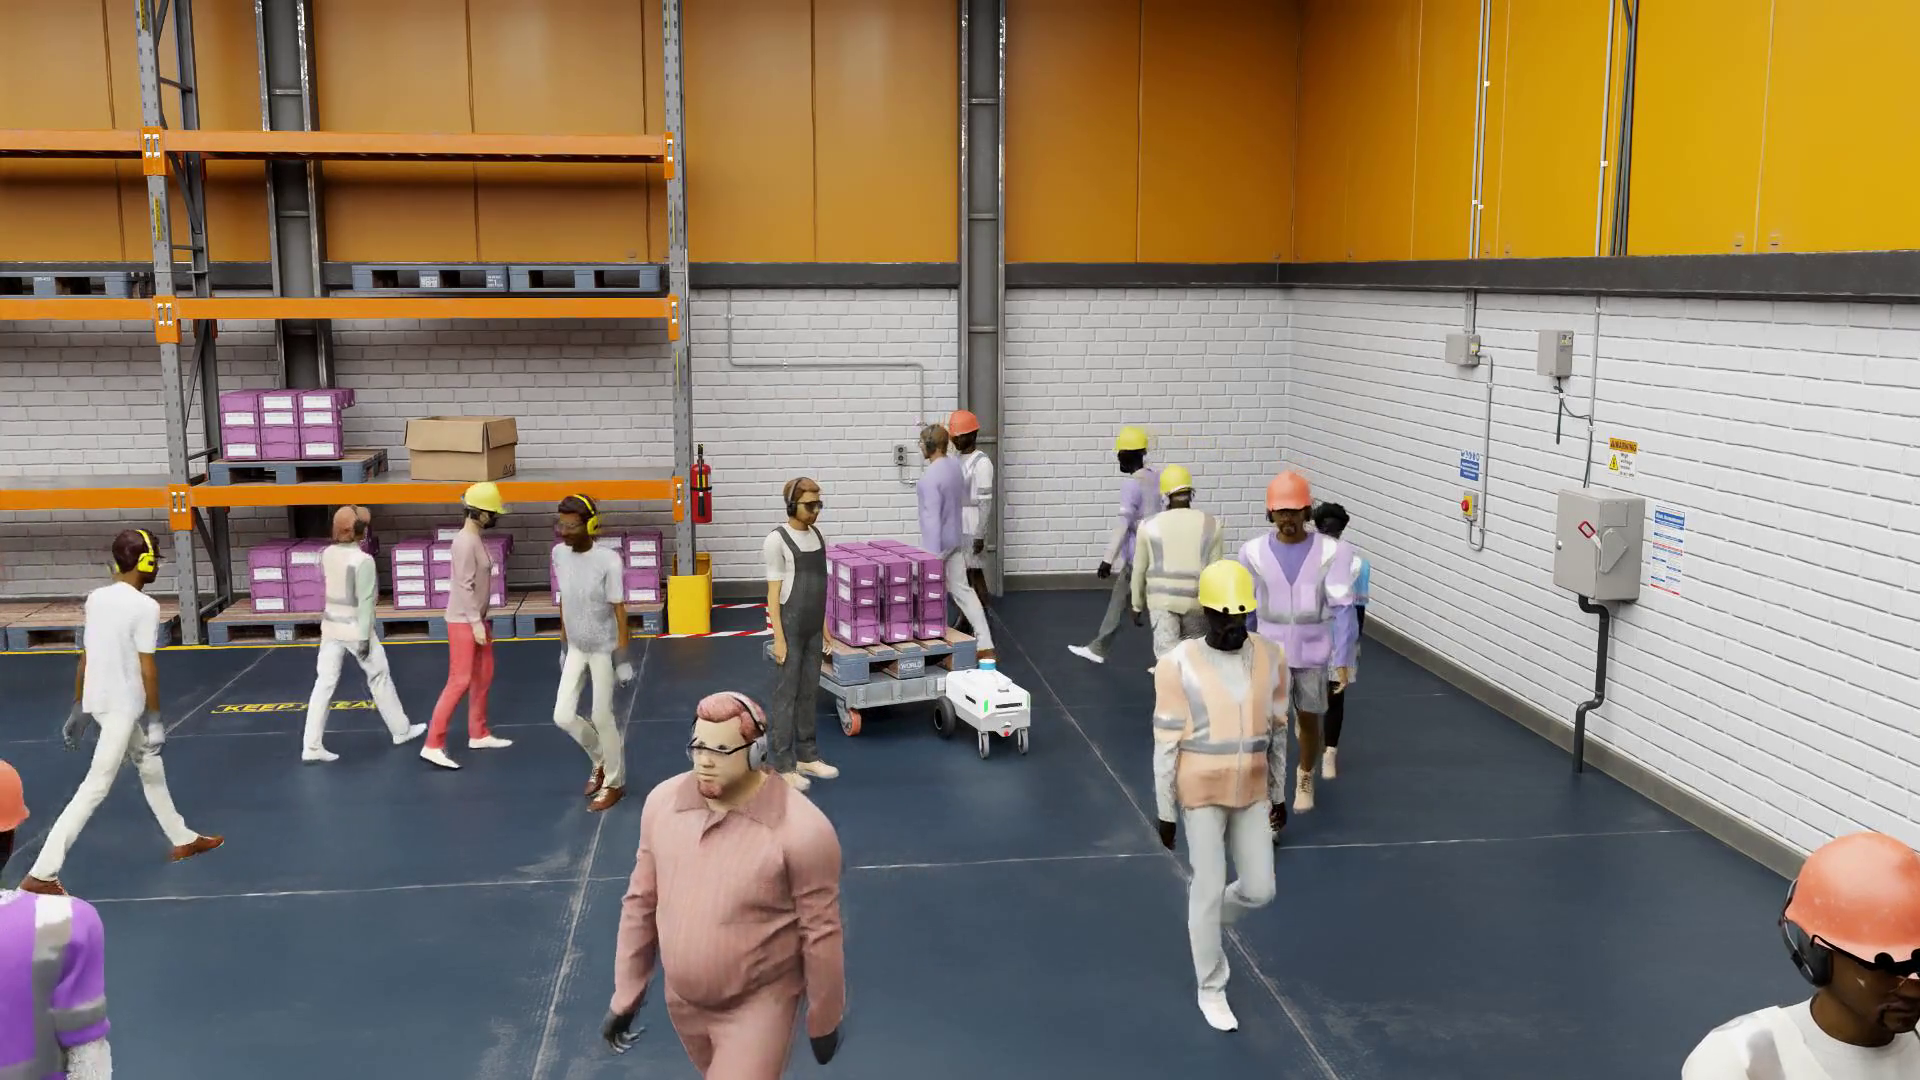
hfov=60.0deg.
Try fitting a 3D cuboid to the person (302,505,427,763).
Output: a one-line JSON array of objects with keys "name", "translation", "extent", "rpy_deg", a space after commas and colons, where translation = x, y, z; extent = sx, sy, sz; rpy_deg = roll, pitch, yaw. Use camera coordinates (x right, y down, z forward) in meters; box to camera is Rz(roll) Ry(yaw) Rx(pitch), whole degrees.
[{"name": "person", "translation": [-3.801, 0.577, 10.419], "extent": [0.512, 1.588, 0.870], "rpy_deg": [5, 11, 31]}]

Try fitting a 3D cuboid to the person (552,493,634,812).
[{"name": "person", "translation": [-2.082, 0.632, 9.341], "extent": [0.538, 1.834, 0.467], "rpy_deg": [5, 10, 27]}]

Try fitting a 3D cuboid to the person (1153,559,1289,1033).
[{"name": "person", "translation": [1.049, 1.005, 6.751], "extent": [0.602, 1.907, 0.487], "rpy_deg": [-3, 10, -18]}]

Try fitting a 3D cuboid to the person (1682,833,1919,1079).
[{"name": "person", "translation": [1.619, 1.526, 3.089], "extent": [0.615, 2.043, 0.373], "rpy_deg": [-3, 9, -15]}]

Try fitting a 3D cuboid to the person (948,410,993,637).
[{"name": "person", "translation": [0.044, -0.098, 13.582], "extent": [0.366, 1.930, 0.542], "rpy_deg": [-5, 11, -30]}]

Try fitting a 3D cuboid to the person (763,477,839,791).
[{"name": "person", "translation": [-0.939, 0.543, 9.842], "extent": [0.345, 1.846, 0.505], "rpy_deg": [6, 11, 31]}]

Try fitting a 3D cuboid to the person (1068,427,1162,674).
[{"name": "person", "translation": [1.304, 0.084, 12.611], "extent": [0.978, 1.873, 0.610], "rpy_deg": [3, 10, 17]}]

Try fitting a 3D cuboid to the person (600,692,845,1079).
[{"name": "person", "translation": [-0.678, 1.340, 4.858], "extent": [0.644, 1.857, 1.011], "rpy_deg": [5, 11, 31]}]

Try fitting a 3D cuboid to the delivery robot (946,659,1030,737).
[{"name": "delivery robot", "translation": [0.176, 1.007, 10.664], "extent": [0.477, 0.478, 0.707], "rpy_deg": [-3, 10, -21]}]

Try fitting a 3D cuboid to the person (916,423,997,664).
[{"name": "person", "translation": [-0.159, 0.037, 12.884], "extent": [1.034, 1.890, 0.649], "rpy_deg": [4, 10, 25]}]

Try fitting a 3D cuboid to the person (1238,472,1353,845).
[{"name": "person", "translation": [1.802, 0.612, 9.015], "extent": [0.614, 1.985, 1.083], "rpy_deg": [2, 9, 13]}]

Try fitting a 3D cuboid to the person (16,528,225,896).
[{"name": "person", "translation": [-4.186, 0.851, 8.197], "extent": [0.545, 1.775, 1.124], "rpy_deg": [6, 11, 31]}]

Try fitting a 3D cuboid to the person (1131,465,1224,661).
[{"name": "person", "translation": [1.434, 0.398, 10.981], "extent": [0.599, 1.779, 0.942], "rpy_deg": [0, 9, 1]}]

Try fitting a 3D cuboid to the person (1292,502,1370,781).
[{"name": "person", "translation": [2.220, 0.578, 10.168], "extent": [0.531, 1.679, 0.644], "rpy_deg": [2, 9, 12]}]

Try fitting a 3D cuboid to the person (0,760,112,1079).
[{"name": "person", "translation": [-2.333, 1.454, 3.997], "extent": [0.555, 1.903, 0.962], "rpy_deg": [-4, 10, -22]}]

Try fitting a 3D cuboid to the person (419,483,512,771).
[{"name": "person", "translation": [-3.072, 0.522, 10.302], "extent": [0.524, 1.739, 0.732], "rpy_deg": [-1, 9, -5]}]
